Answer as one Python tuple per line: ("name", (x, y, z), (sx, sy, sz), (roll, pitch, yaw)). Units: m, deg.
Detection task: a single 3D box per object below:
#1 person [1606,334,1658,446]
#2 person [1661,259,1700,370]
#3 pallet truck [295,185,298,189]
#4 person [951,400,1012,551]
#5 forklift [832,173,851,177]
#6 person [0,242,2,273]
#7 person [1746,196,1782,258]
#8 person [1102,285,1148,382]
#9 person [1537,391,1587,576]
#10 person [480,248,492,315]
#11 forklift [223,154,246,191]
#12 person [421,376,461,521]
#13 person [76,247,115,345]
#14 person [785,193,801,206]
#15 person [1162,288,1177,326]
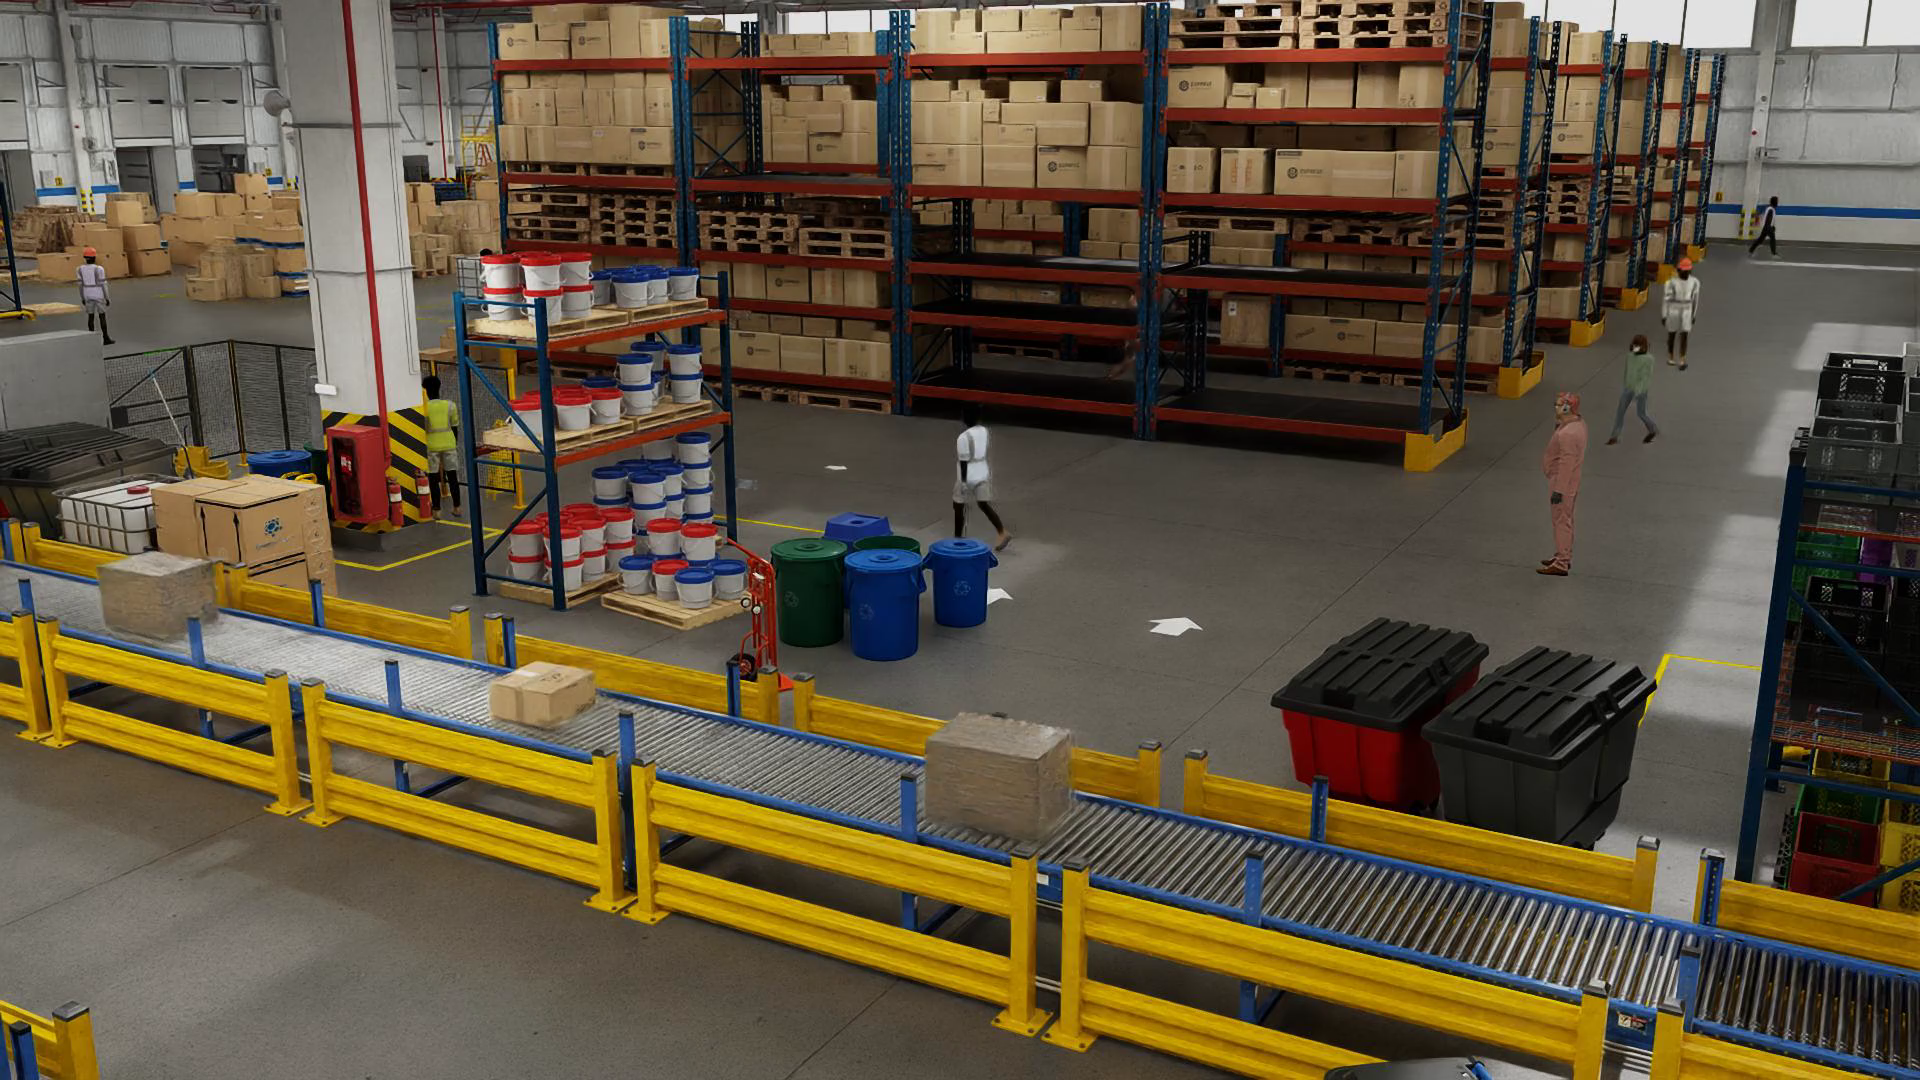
("person", (9.614, -2.132, 23.560), (0.738, 1.603, 0.500), (-10, 18, -32))
("person", (13.104, -4.112, 30.278), (0.627, 1.983, 1.066), (3, 15, 12))
("pallet truck", (-26.804, -14.617, 69.738), (1.885, 1.965, 0.823), (-14, 20, -42))
("person", (0.185, -0.689, 17.986), (0.783, 1.670, 0.533), (11, 18, 35))
("forklift", (-4.317, -12.754, 61.044), (1.873, 2.768, 1.129), (8, 17, 28))
("person", (-27.333, -8.457, 46.874), (0.514, 1.845, 0.338), (-6, 16, -20))
("person", (24.932, -9.681, 51.413), (0.975, 1.881, 0.584), (5, 16, 20))
("person", (2.847, -3.342, 27.611), (0.890, 1.868, 0.646), (2, 15, 6))
("person", (6.204, -0.586, 17.168), (0.401, 1.906, 0.650), (8, 17, 27))
("person", (-9.200, -4.740, 32.676), (0.374, 1.963, 0.607), (0, 15, -1))
("forklift", (-26.376, -12.683, 60.780), (1.129, 2.768, 1.873), (10, 18, 34))
("person", (-6.088, -1.069, 19.395), (0.535, 1.691, 0.322), (-11, 19, -36))
("person", (-17.243, -4.855, 33.157), (0.552, 1.935, 0.360), (-1, 15, -2))
("person", (-5.586, -10.858, 55.777), (0.619, 1.904, 0.538), (3, 15, 12))
("person", (4.255, -5.243, 34.666), (0.636, 1.924, 0.634), (12, 19, 39))
